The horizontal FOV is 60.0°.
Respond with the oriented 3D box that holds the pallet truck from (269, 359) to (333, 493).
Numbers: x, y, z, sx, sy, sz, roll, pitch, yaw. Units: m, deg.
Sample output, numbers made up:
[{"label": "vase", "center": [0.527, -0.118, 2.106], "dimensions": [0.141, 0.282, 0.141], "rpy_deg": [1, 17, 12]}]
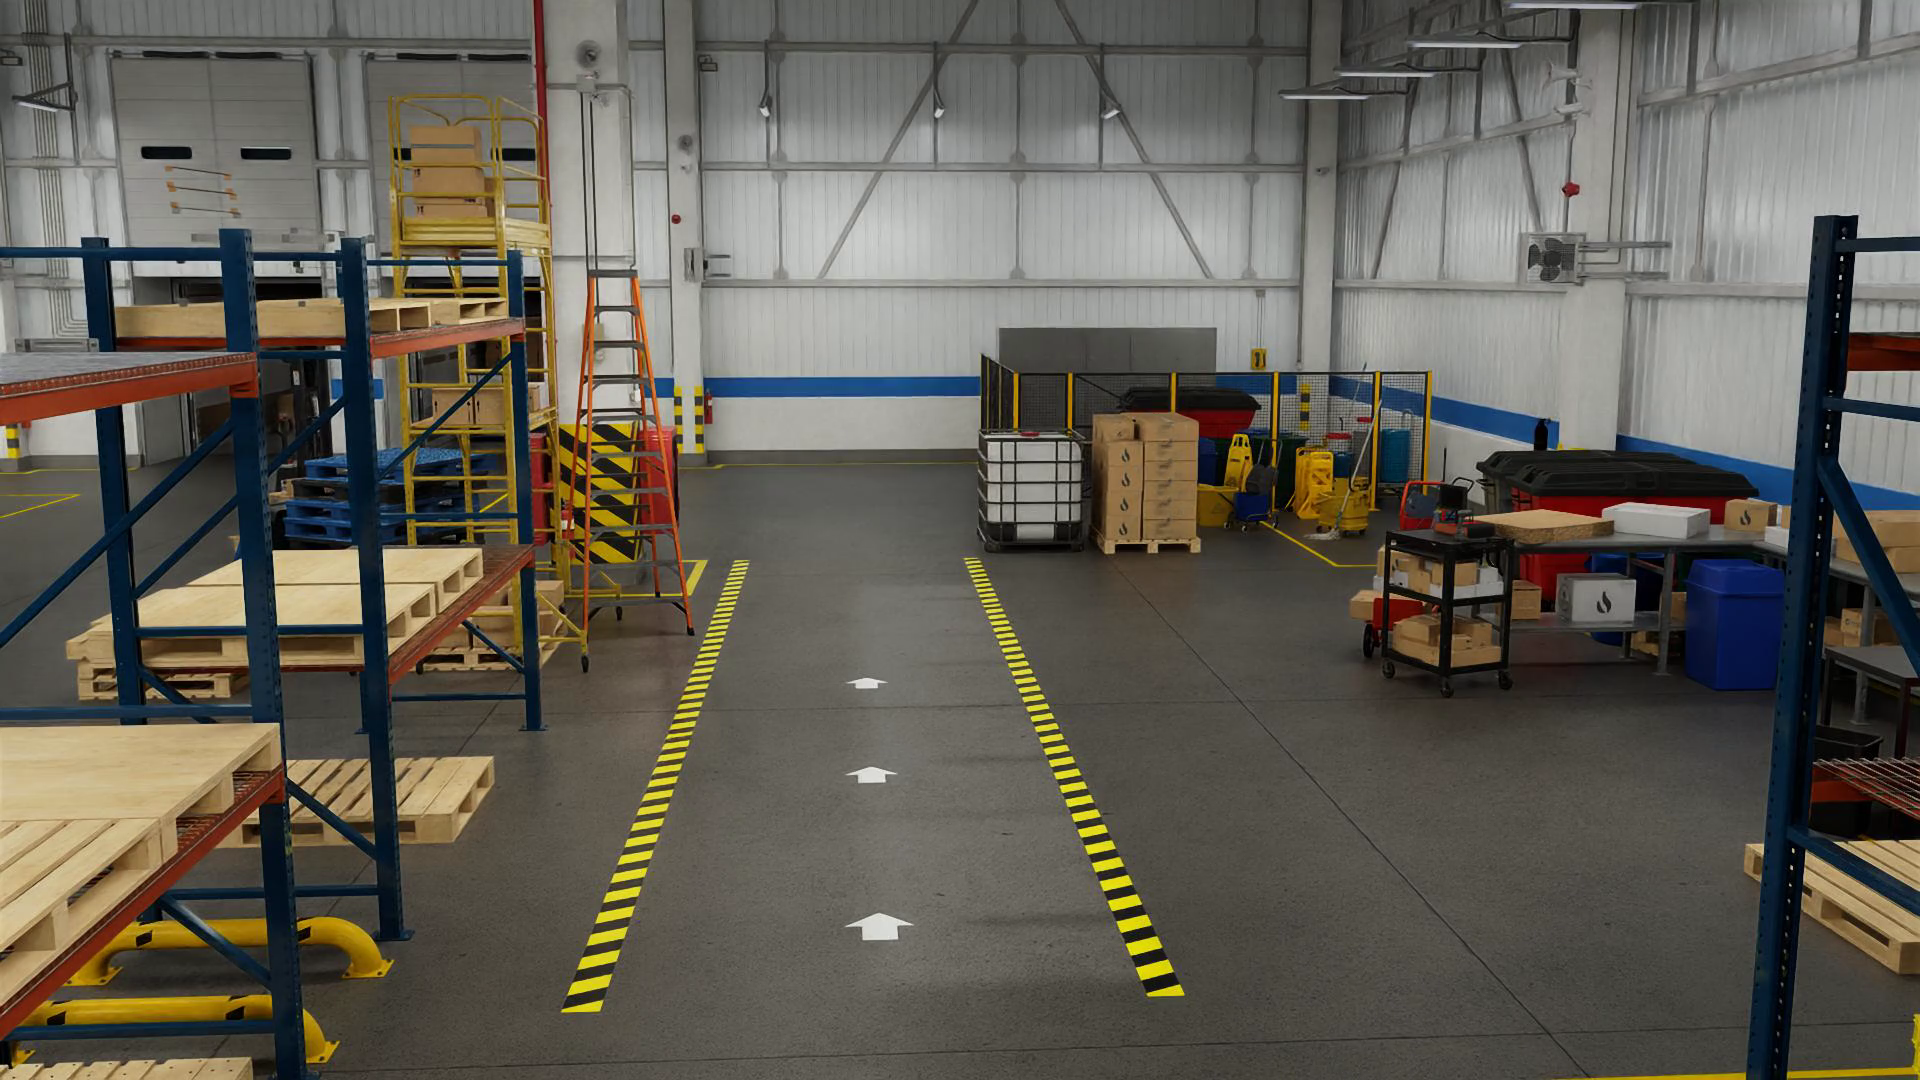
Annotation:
[{"label": "pallet truck", "center": [-7.062, -1.131, 18.996], "dimensions": [1.885, 1.965, 0.823], "rpy_deg": [2, 9, 13]}]
